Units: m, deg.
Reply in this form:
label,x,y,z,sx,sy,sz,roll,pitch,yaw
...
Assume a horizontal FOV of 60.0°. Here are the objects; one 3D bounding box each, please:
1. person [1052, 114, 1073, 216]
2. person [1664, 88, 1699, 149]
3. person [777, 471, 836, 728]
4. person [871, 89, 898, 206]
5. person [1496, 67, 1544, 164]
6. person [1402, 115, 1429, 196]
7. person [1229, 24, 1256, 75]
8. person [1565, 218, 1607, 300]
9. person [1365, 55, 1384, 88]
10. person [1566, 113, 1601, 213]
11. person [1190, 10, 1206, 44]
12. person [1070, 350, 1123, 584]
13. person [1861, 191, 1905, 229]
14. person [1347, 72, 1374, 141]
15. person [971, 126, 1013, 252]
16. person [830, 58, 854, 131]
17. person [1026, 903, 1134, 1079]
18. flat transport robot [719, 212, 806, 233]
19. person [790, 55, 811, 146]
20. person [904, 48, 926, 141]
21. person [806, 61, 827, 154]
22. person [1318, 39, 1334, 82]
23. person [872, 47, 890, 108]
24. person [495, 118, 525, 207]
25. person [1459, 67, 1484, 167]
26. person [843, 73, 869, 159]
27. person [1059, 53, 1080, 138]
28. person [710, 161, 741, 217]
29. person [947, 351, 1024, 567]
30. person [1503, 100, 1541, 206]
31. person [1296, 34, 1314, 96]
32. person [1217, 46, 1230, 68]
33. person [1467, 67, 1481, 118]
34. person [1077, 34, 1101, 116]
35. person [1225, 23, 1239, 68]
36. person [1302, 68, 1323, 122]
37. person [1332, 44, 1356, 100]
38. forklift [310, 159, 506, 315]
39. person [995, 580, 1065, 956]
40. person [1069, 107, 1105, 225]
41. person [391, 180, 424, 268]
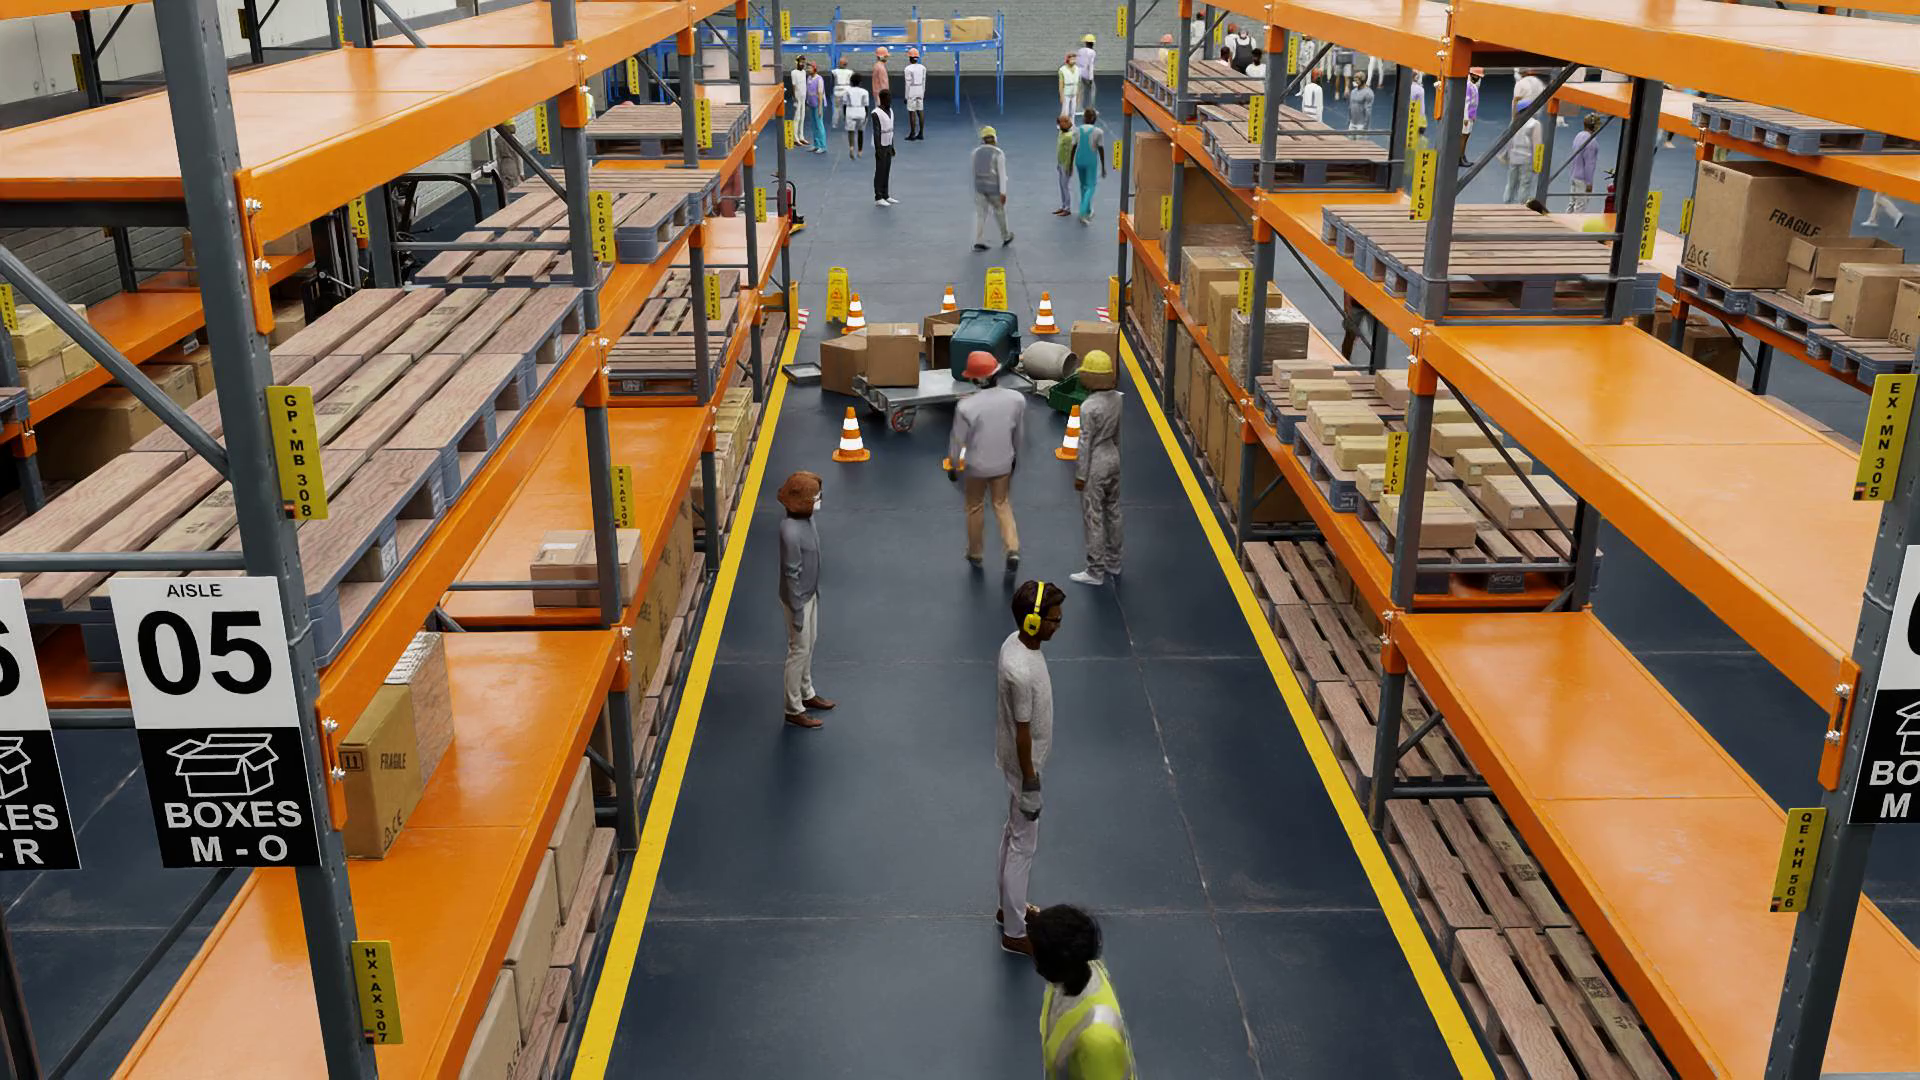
label,x,y,z,sx,sy,sz,roll,pitch,yaw
person,1.689,-6.084,27.015,0.284,1.627,0.504,-4,21,-11
person,15.159,-8.922,34.468,0.916,1.639,0.536,15,25,34
person,-0.940,0.352,10.005,0.297,1.622,0.509,2,21,6
person,-1.287,-6.620,28.023,0.391,1.919,0.593,9,22,22
person,10.915,-8.281,32.242,0.703,2.000,0.992,-8,22,-20
person,7.019,-5.722,25.876,0.535,1.750,0.643,-8,22,-20
person,7.262,-12.281,42.814,0.688,2.000,0.767,0,21,-1
person,6.320,-2.269,16.616,0.610,1.852,1.035,4,21,11
person,11.604,-13.488,46.298,0.594,1.842,0.979,15,25,34
person,9.182,-5.299,24.504,0.370,1.939,0.631,0,21,-1
person,7.039,-14.668,49.228,0.646,1.978,1.008,-3,21,-9
person,0.999,-0.539,12.209,0.340,1.734,0.496,15,25,35
person,14.475,-5.643,25.866,0.525,1.620,0.677,-13,24,-30
person,7.396,-7.699,30.868,0.384,1.928,0.635,-9,22,-22
person,0.466,-5.121,24.276,0.644,1.758,0.946,14,25,32
person,-2.666,-10.061,37.577,0.553,1.607,0.621,-2,21,-4
person,0.429,1.968,5.659,0.446,1.673,0.615,-3,21,-8
flat transport robot,-3.185,-4.969,25.948,1.431,0.197,0.652,5,21,14
person,-3.369,-9.279,35.127,0.327,1.865,0.517,10,23,24
person,-0.992,-9.619,35.923,0.549,1.937,0.358,-18,27,-39
person,-2.942,-8.866,34.078,0.394,1.836,0.561,-12,24,-29
person,10.653,-14.167,48.367,0.504,1.632,0.269,4,21,10
person,-1.678,-9.522,35.585,0.395,1.994,0.612,-6,21,-14
person,-6.991,-5.744,25.947,0.487,1.746,0.289,10,23,26
person,9.885,-8.217,32.232,0.374,1.928,0.543,11,23,27
person,-2.072,-8.481,33.284,0.545,1.675,0.727,-2,21,-5
person,2.357,-9.640,36.127,0.569,1.833,0.402,-18,27,-39
person,-3.386,-4.859,23.395,0.643,1.901,0.405,7,22,17
person,0.200,-0.586,12.361,0.591,1.720,0.553,-9,23,-23
person,8.968,-6.005,26.443,0.395,1.895,0.720,-11,23,-27
person,9.245,-12.772,44.543,0.320,1.737,0.483,-12,24,-28
person,5.758,-9.932,36.795,0.402,1.910,0.598,-7,22,-17
person,12.299,-10.935,39.839,0.495,1.624,0.282,-18,27,-40
person,3.125,-11.275,40.344,0.741,1.899,0.599,-16,26,-36
person,7.358,-12.969,44.872,0.644,1.869,0.534,-16,26,-36
person,6.772,-8.076,31.914,0.355,1.887,0.573,-8,22,-20
person,10.019,-12.488,43.396,0.616,2.017,0.799,2,21,4
forklift,-5.622,-2.910,17.832,2.313,2.155,1.214,-1,21,-1
person,0.328,1.061,7.798,0.329,1.865,0.512,-1,21,-2
person,2.017,-5.955,26.424,0.557,1.815,0.873,10,23,24
person,-7.697,-4.763,23.106,0.423,1.929,0.546,0,21,-1
